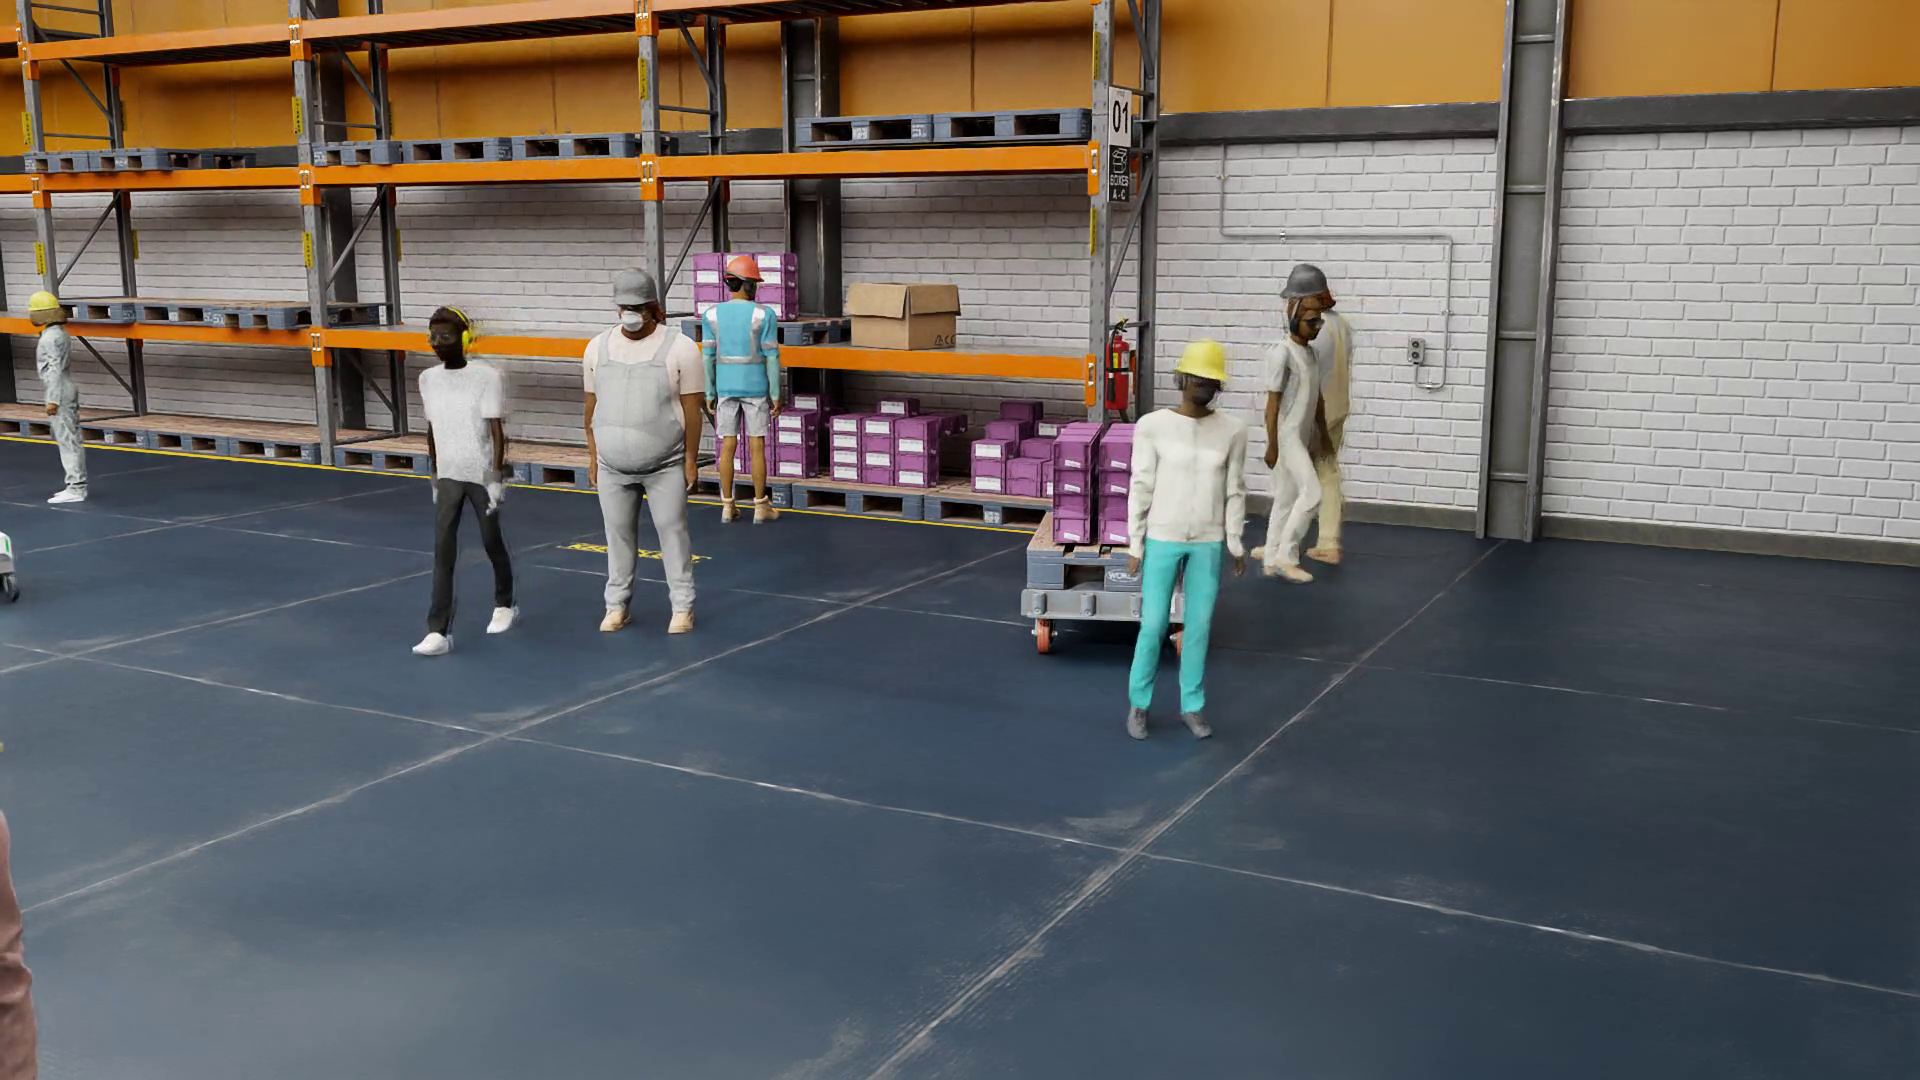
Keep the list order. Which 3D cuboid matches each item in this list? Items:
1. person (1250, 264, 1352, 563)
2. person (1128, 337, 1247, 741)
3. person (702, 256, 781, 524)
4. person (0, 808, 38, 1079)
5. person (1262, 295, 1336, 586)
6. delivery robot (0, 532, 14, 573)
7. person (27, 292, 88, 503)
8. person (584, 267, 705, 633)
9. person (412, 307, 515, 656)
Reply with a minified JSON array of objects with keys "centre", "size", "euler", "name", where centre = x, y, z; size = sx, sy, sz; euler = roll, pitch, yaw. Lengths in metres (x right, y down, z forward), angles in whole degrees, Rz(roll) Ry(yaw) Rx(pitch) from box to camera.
[{"centre":[2.337,-0.854,11.156],"size":[0.596,2.000,0.788],"euler":[9,14,41],"name":"person"},{"centre":[0.992,0.000,7.242],"size":[0.530,1.766,0.338],"euler":[-2,11,-11],"name":"person"},{"centre":[-1.657,-1.144,12.743],"size":[0.612,2.039,0.390],"euler":[2,11,13],"name":"person"},{"centre":[-1.589,0.892,2.338],"size":[0.535,1.767,0.317],"euler":[-4,11,-21],"name":"person"},{"centre":[2.146,-0.621,10.469],"size":[0.538,1.823,0.532],"euler":[6,12,28],"name":"person"},{"centre":[-6.012,0.039,10.079],"size":[0.477,0.478,0.707],"euler":[-9,14,-41],"name":"delivery robot"},{"centre":[-7.476,-1.177,13.757],"size":[0.320,1.737,0.487],"euler":[-3,11,-16],"name":"person"},{"centre":[-1.759,-0.488,9.149],"size":[0.683,2.000,0.535],"euler":[1,10,8],"name":"person"},{"centre":[-2.635,-0.328,8.892],"size":[0.537,1.818,0.978],"euler":[2,10,8],"name":"person"}]
